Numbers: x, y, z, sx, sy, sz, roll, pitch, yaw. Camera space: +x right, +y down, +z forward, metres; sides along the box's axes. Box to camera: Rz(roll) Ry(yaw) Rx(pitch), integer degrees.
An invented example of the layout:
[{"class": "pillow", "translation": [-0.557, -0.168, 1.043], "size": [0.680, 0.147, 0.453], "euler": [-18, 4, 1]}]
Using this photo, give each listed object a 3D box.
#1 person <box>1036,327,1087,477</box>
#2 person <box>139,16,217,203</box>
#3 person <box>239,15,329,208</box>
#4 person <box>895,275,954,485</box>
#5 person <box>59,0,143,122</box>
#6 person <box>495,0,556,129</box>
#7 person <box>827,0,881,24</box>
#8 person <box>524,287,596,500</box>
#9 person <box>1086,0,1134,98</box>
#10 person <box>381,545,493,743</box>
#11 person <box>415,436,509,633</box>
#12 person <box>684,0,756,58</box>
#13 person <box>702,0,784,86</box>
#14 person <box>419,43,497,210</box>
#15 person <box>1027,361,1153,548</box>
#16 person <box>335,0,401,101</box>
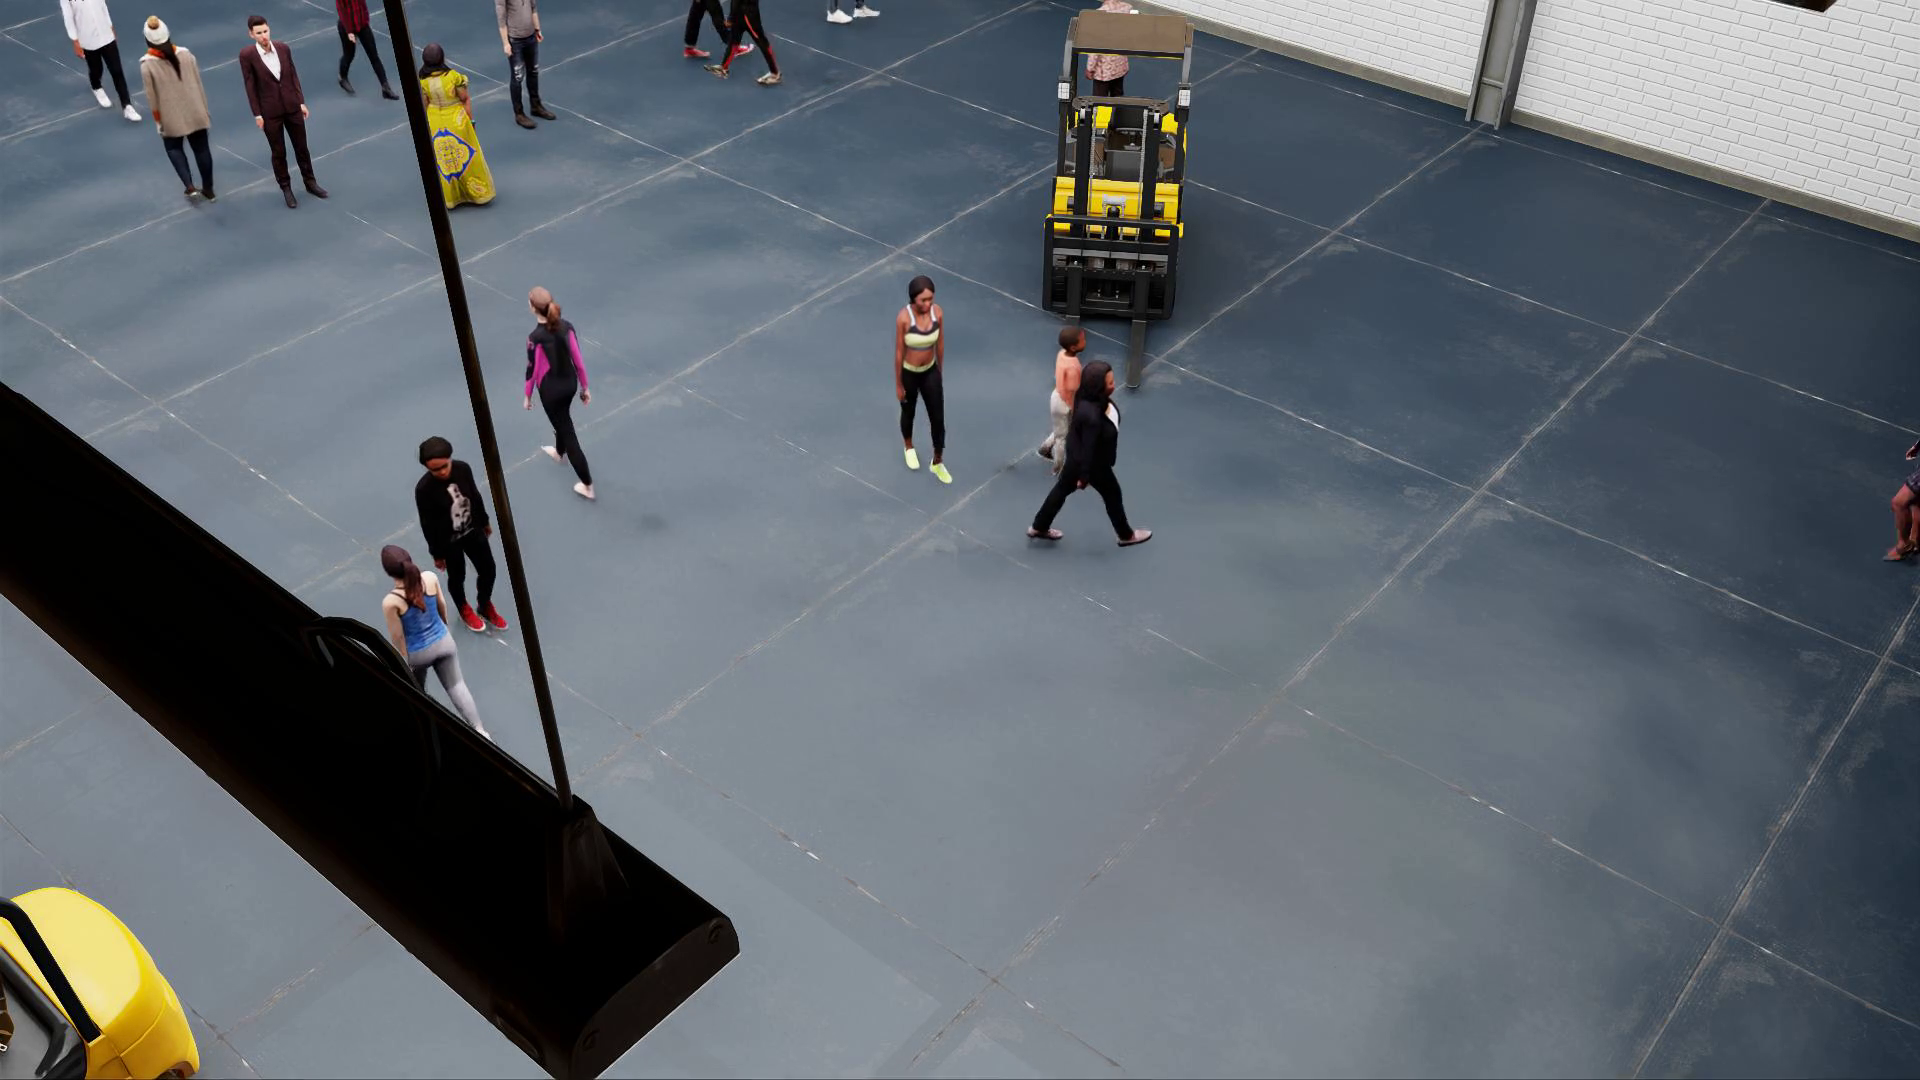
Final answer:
[{"class": "person", "translation": [0.746, -1.049, 12.715], "size": [0.696, 1.303, 0.634], "euler": [-1, 39, -2]}, {"class": "person", "translation": [-7.534, -4.137, 16.116], "size": [0.776, 1.881, 0.757], "euler": [-24, 44, -27]}, {"class": "person", "translation": [-6.641, -4.211, 16.222], "size": [0.715, 1.866, 0.647], "euler": [-28, 46, -31]}, {"class": "person", "translation": [-0.360, -1.293, 12.675], "size": [0.810, 1.732, 0.919], "euler": [-11, 40, -13]}, {"class": "person", "translation": [-9.300, -5.406, 17.792], "size": [1.139, 1.774, 0.692], "euler": [31, 48, 33]}, {"class": "person", "translation": [-4.676, -5.348, 17.616], "size": [0.609, 1.903, 0.703], "euler": [22, 44, 25]}, {"class": "person", "translation": [-1.477, -7.092, 19.856], "size": [1.035, 1.832, 0.939], "euler": [7, 39, 8]}, {"class": "person", "translation": [-2.925, -1.055, 12.387], "size": [0.947, 1.720, 0.567], "euler": [28, 46, 30]}, {"class": "person", "translation": [1.537, -4.884, 17.111], "size": [0.722, 1.808, 0.657], "euler": [-27, 46, -29]}, {"class": "person", "translation": [-3.261, 0.698, 10.297], "size": [0.625, 1.588, 1.010], "euler": [-32, 48, -33]}, {"class": "person", "translation": [-3.429, -0.058, 11.194], "size": [0.603, 1.652, 0.645], "euler": [30, 47, 32]}, {"class": "person", "translation": [-3.018, -6.314, 18.967], "size": [1.122, 1.727, 1.076], "euler": [-5, 39, -6]}, {"class": "person", "translation": [-2.261, -5.874, 18.382], "size": [1.191, 1.769, 1.119], "euler": [-3, 39, -4]}, {"class": "person", "translation": [-4.953, -4.015, 16.141], "size": [1.000, 1.661, 1.042], "euler": [-6, 39, -7]}, {"class": "person", "translation": [0.834, -0.574, 11.904], "size": [1.178, 1.572, 1.131], "euler": [-3, 39, -4]}, {"class": "person", "translation": [-6.694, -5.599, 18.164], "size": [1.121, 1.612, 0.774], "euler": [17, 42, 20]}]
